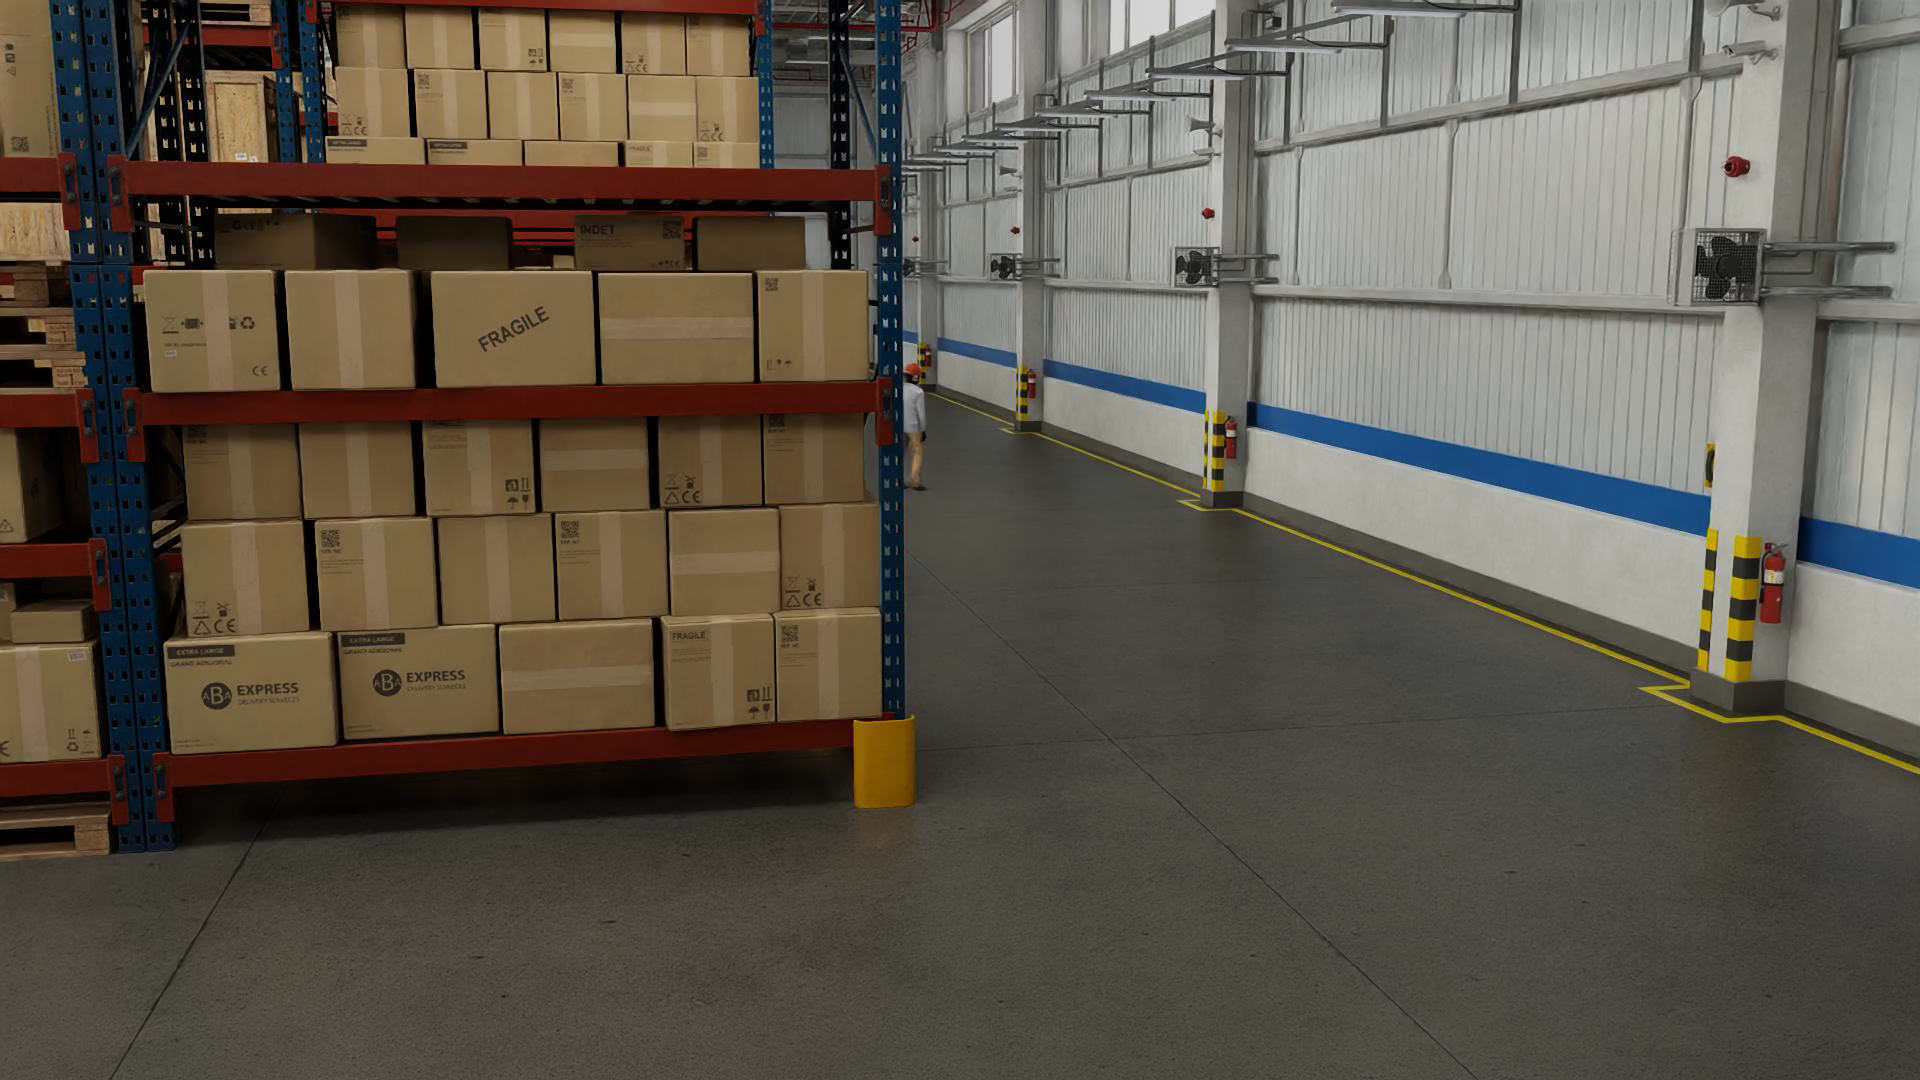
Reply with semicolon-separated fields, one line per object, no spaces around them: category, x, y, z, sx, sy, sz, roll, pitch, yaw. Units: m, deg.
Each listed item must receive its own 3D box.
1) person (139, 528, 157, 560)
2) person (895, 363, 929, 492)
person;-6.371;0.069;12.698;0.954;1.793;0.646;-2;9;-10
person;-0.661;-1.530;22.609;0.581;1.736;0.368;9;13;43
